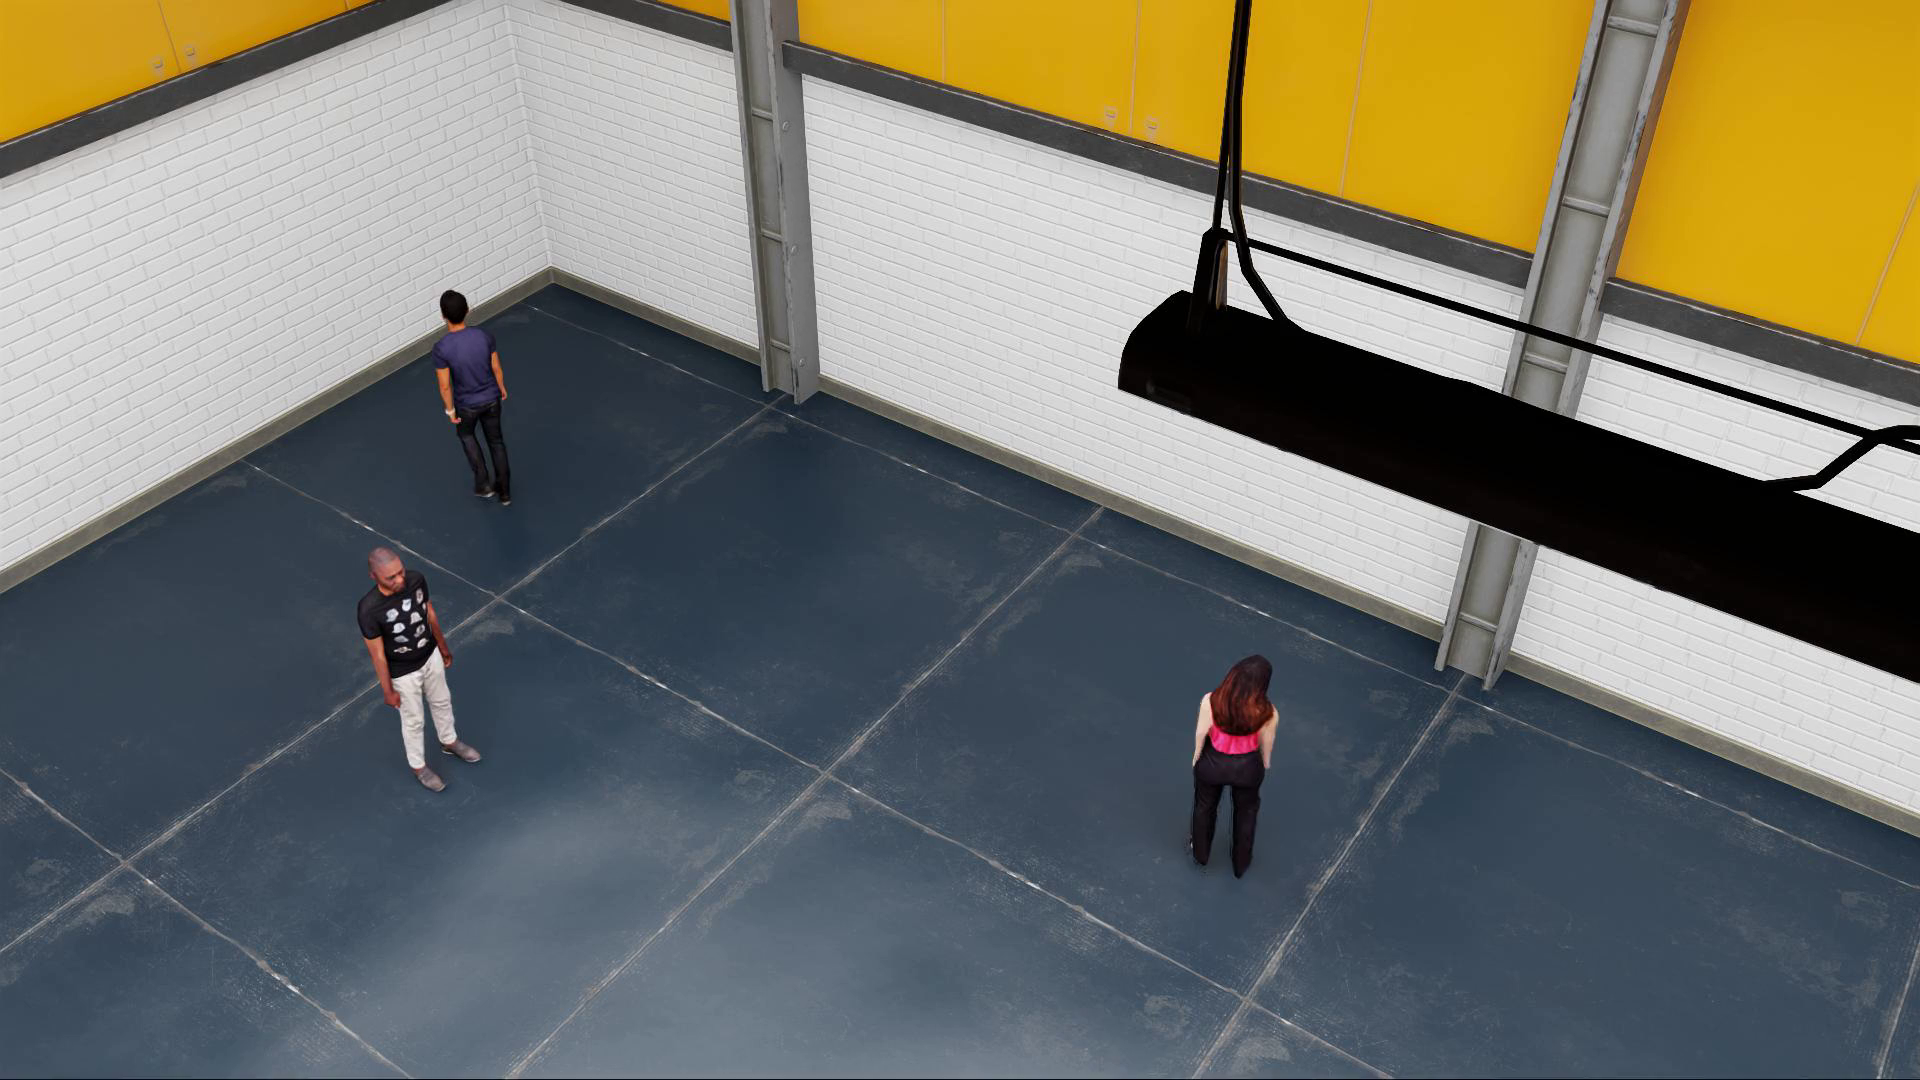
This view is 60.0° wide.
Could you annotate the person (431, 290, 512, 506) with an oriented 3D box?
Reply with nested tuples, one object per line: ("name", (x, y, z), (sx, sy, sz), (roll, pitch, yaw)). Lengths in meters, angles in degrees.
("person", (-3.543, -0.987, 12.285), (0.749, 1.778, 0.750), (-18, 42, -21))

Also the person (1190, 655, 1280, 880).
("person", (1.546, 1.283, 9.540), (0.644, 1.657, 0.751), (-1, 39, -2))

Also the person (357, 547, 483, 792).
("person", (-3.336, 0.742, 10.101), (0.602, 1.801, 0.664), (22, 43, 25))
